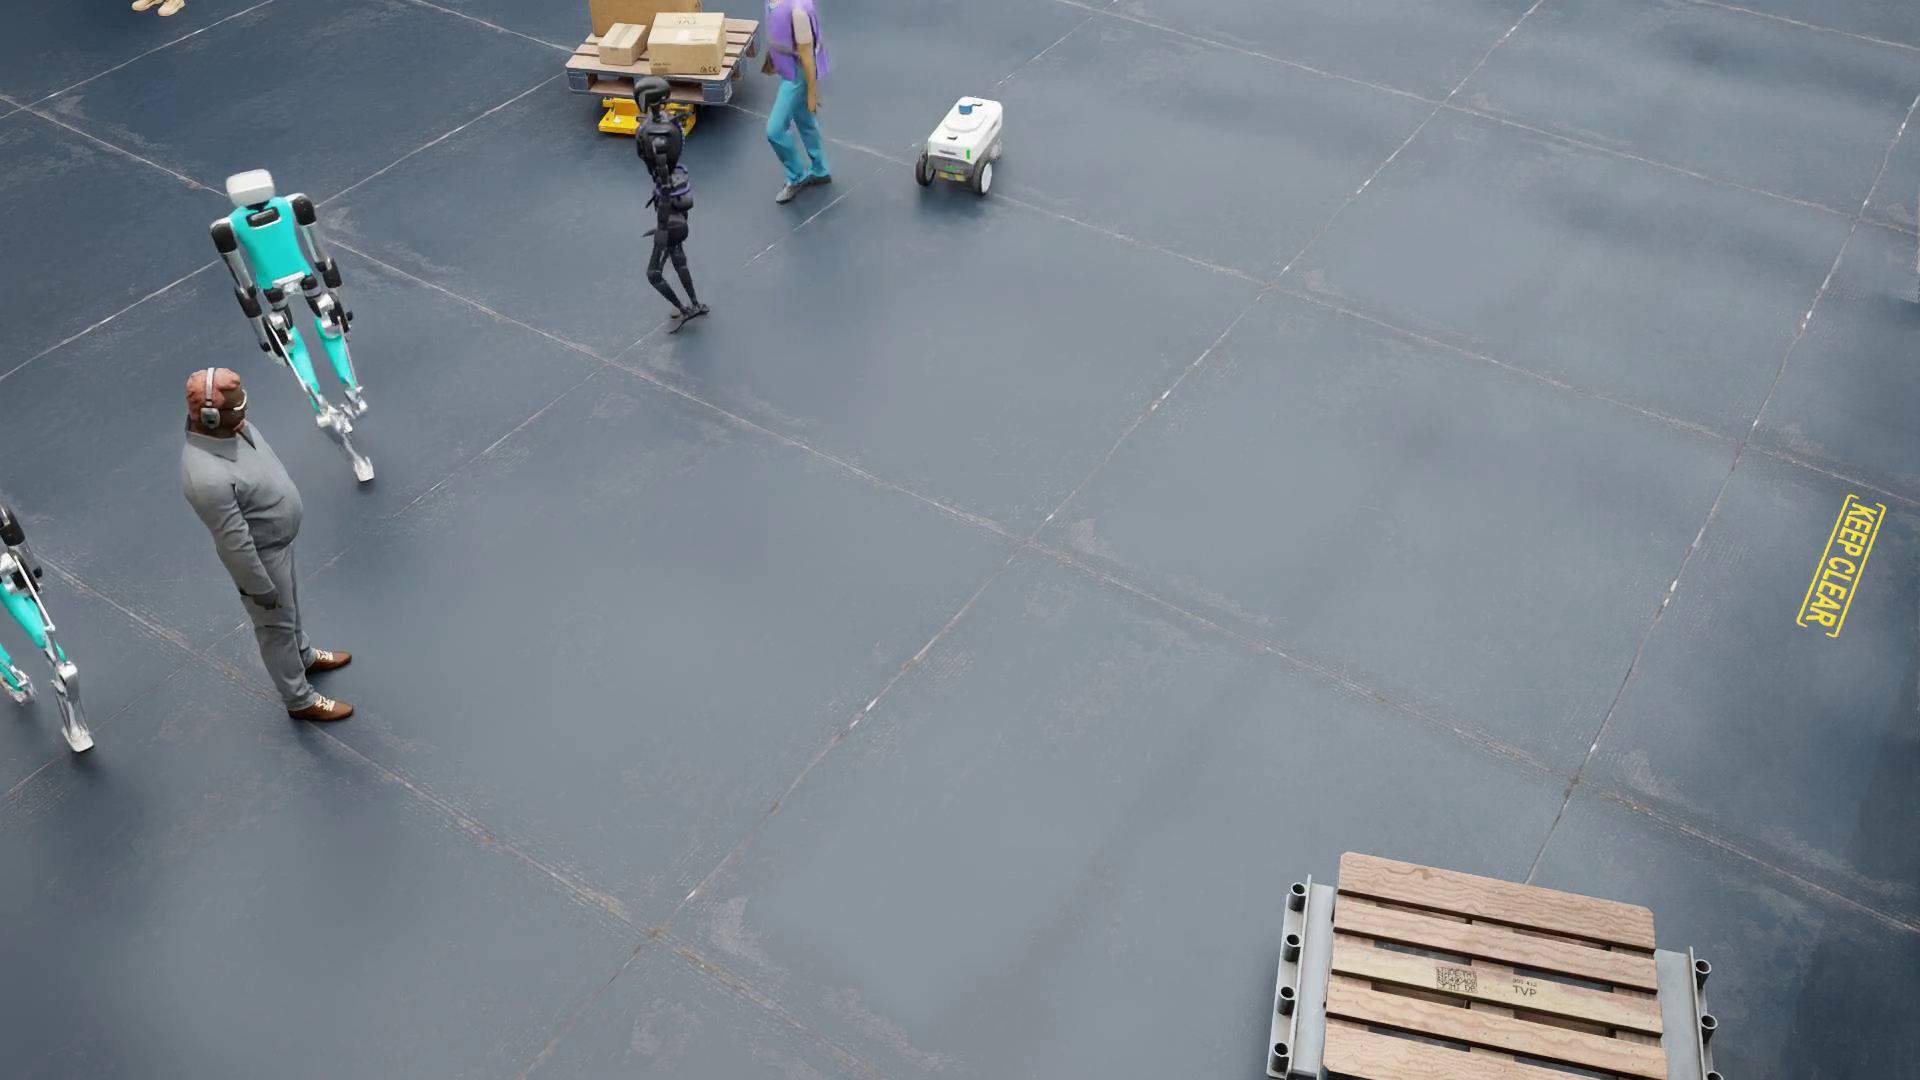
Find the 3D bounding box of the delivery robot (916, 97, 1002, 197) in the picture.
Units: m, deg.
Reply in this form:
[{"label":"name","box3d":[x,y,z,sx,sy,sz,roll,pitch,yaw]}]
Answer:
[{"label":"delivery robot","box3d":[0.030,-2.787,11.697,0.499,0.613,0.807,14,44,15]}]

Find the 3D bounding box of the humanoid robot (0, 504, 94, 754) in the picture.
[{"label":"humanoid robot","box3d":[-4.273,0.308,7.353,0.551,1.741,1.046,-33,51,-32]}]

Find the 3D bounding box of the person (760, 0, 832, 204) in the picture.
[{"label":"person","box3d":[-1.141,-3.099,11.084,0.598,1.811,0.674,-15,44,-16]}]

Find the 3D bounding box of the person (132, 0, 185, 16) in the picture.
[{"label":"person","box3d":[-6.696,-5.104,13.383,0.492,1.743,0.305,17,44,18]}]

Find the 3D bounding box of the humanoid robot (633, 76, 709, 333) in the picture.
[{"label":"humanoid robot","box3d":[-1.761,-2.018,9.979,0.362,1.645,0.586,-9,42,-9]}]

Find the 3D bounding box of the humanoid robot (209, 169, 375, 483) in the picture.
[{"label":"humanoid robot","box3d":[-3.435,-1.043,8.858,0.560,1.737,0.947,-25,47,-25]}]

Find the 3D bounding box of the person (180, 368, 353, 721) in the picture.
[{"label":"person","box3d":[-3.140,0.024,7.529,0.410,1.902,0.638,-10,43,-11]}]

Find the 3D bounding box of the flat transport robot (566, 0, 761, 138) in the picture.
[{"label":"flat transport robot","box3d":[-2.211,-3.491,12.686,0.659,0.231,1.431,7,42,8]}]
